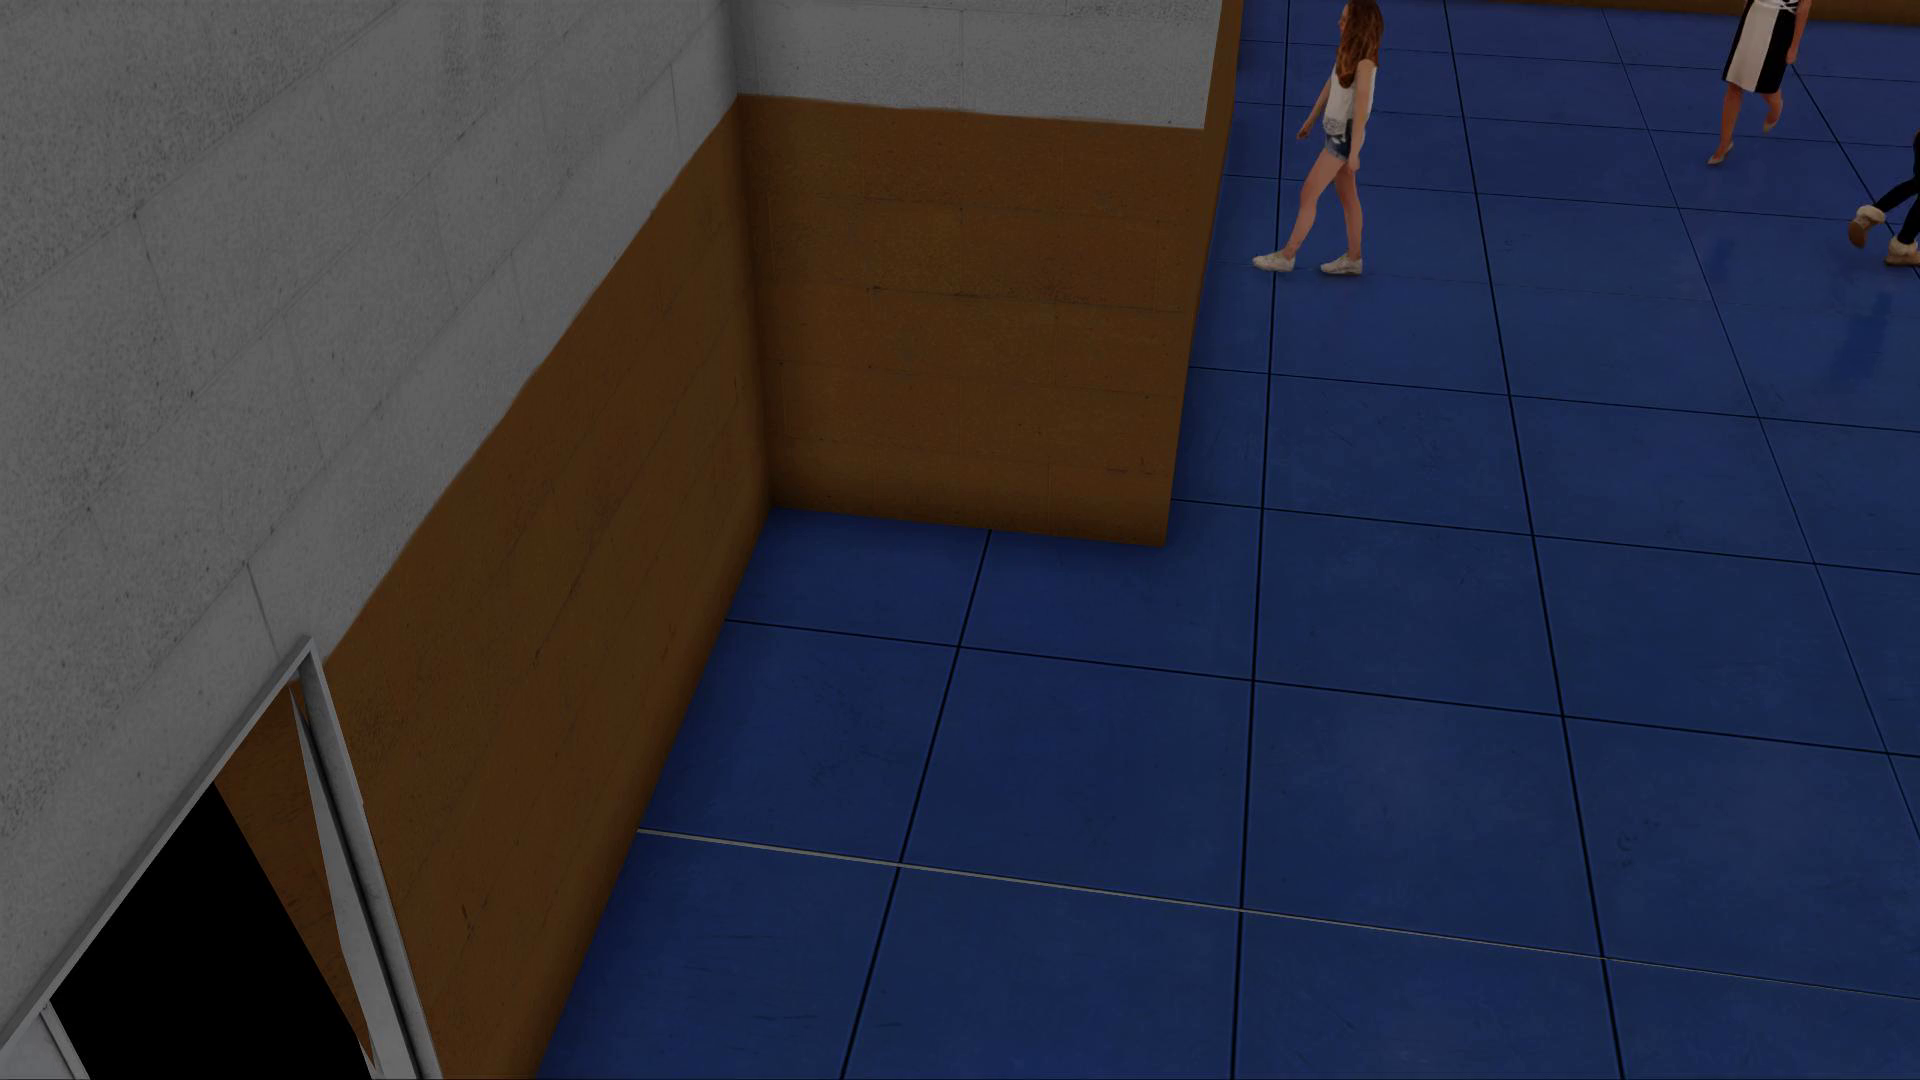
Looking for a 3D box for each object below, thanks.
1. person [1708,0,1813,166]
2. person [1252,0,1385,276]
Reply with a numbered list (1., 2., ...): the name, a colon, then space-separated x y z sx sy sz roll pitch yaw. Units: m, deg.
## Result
1. person: 5.568 -3.446 11.396 1.044 1.737 1.020 -26 44 -31
2. person: 2.389 -2.370 9.962 0.923 1.737 0.608 4 37 5
